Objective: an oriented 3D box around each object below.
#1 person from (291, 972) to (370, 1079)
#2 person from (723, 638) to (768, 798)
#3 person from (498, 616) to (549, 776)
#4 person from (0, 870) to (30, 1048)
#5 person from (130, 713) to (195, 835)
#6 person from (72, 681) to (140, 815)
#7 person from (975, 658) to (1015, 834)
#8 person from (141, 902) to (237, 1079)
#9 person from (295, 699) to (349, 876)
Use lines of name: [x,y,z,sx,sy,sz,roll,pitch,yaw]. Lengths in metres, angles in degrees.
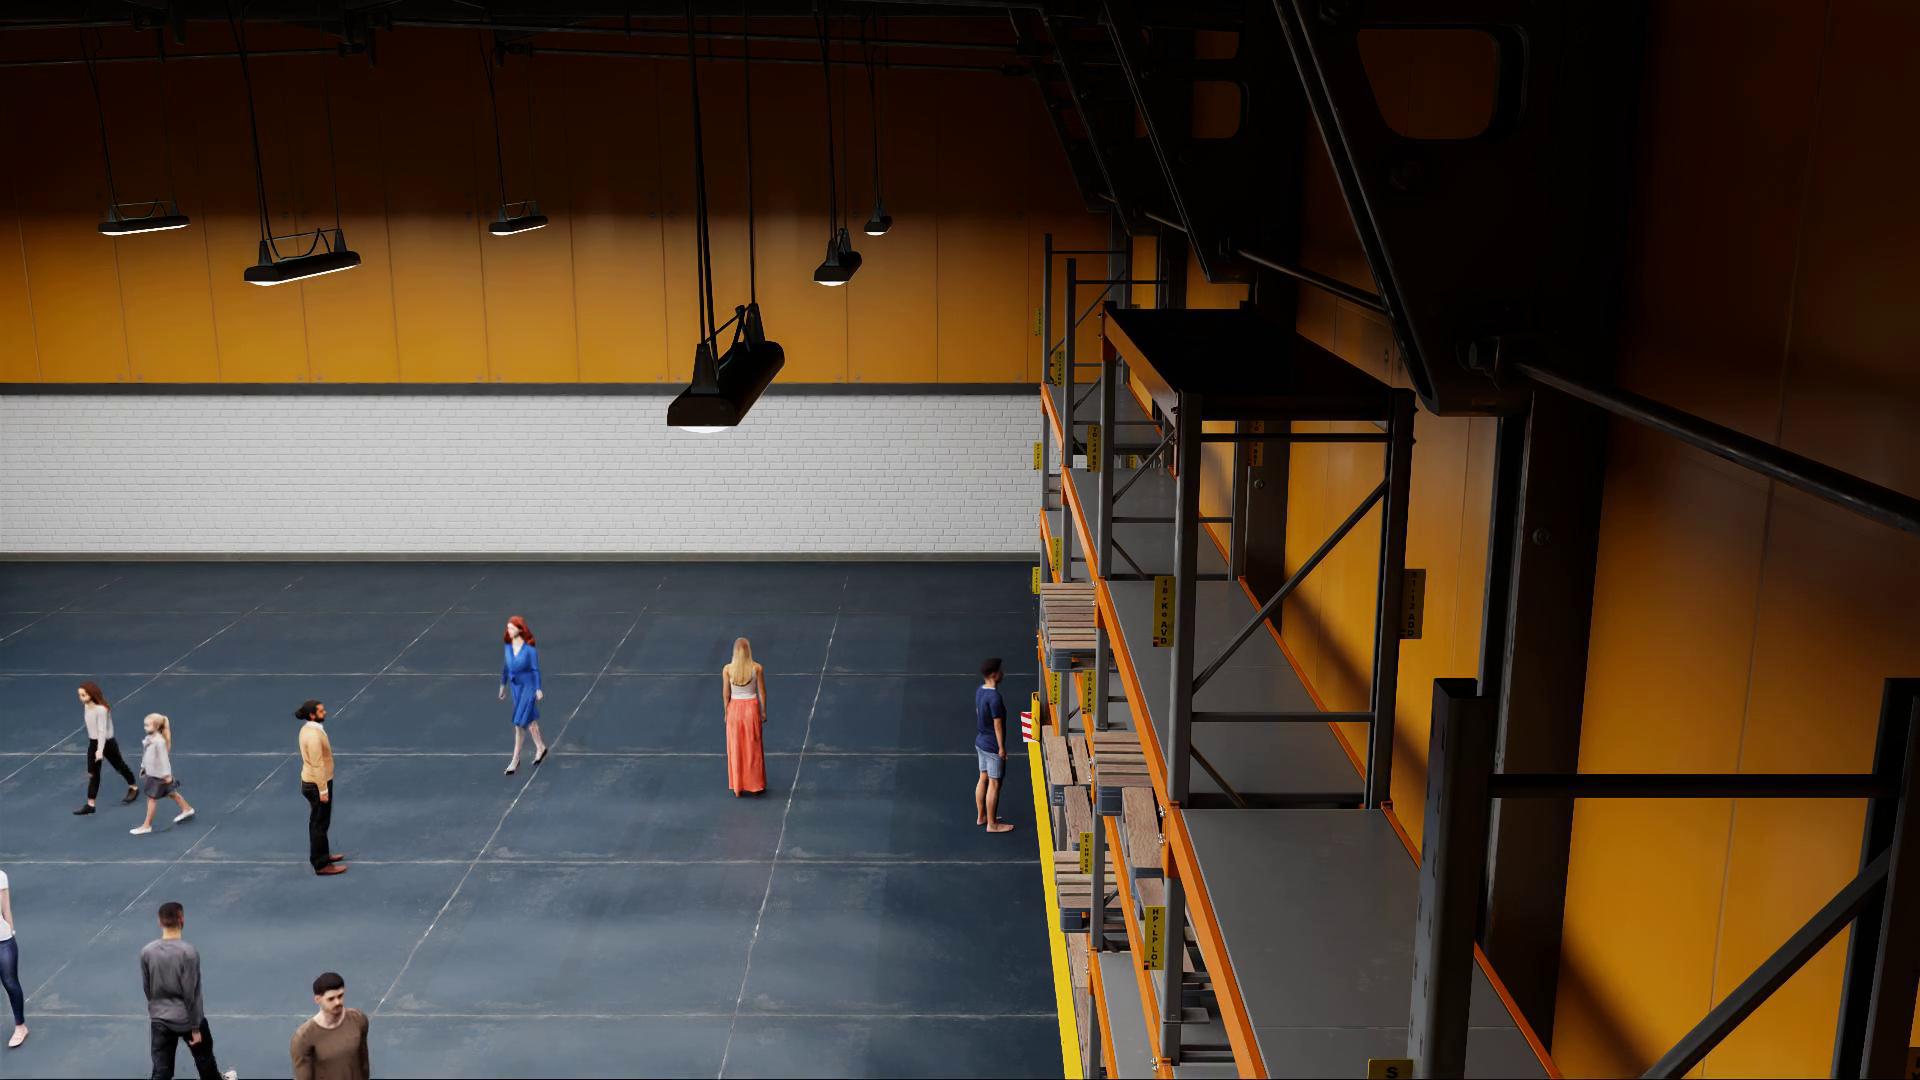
person: [-4.108,3.677,10.868,1.131,1.850,1.252,-11,17,-38]
person: [-2.359,1.930,18.187,0.606,1.801,0.556,0,14,0]
person: [-4.914,1.734,19.006,0.903,1.796,1.047,8,16,30]
person: [-7.664,3.180,13.160,0.598,1.737,0.581,-3,14,-12]
person: [-8.311,2.410,17.380,0.895,1.247,0.876,-11,18,-39]
person: [-9.133,2.195,17.862,0.855,1.440,1.084,6,15,25]
person: [0.321,2.120,17.303,0.759,1.849,0.637,-6,15,-24]
person: [-5.641,3.504,11.889,0.696,1.705,1.234,1,14,3]
person: [-6.307,2.402,16.340,0.807,1.753,0.674,-7,15,-26]
